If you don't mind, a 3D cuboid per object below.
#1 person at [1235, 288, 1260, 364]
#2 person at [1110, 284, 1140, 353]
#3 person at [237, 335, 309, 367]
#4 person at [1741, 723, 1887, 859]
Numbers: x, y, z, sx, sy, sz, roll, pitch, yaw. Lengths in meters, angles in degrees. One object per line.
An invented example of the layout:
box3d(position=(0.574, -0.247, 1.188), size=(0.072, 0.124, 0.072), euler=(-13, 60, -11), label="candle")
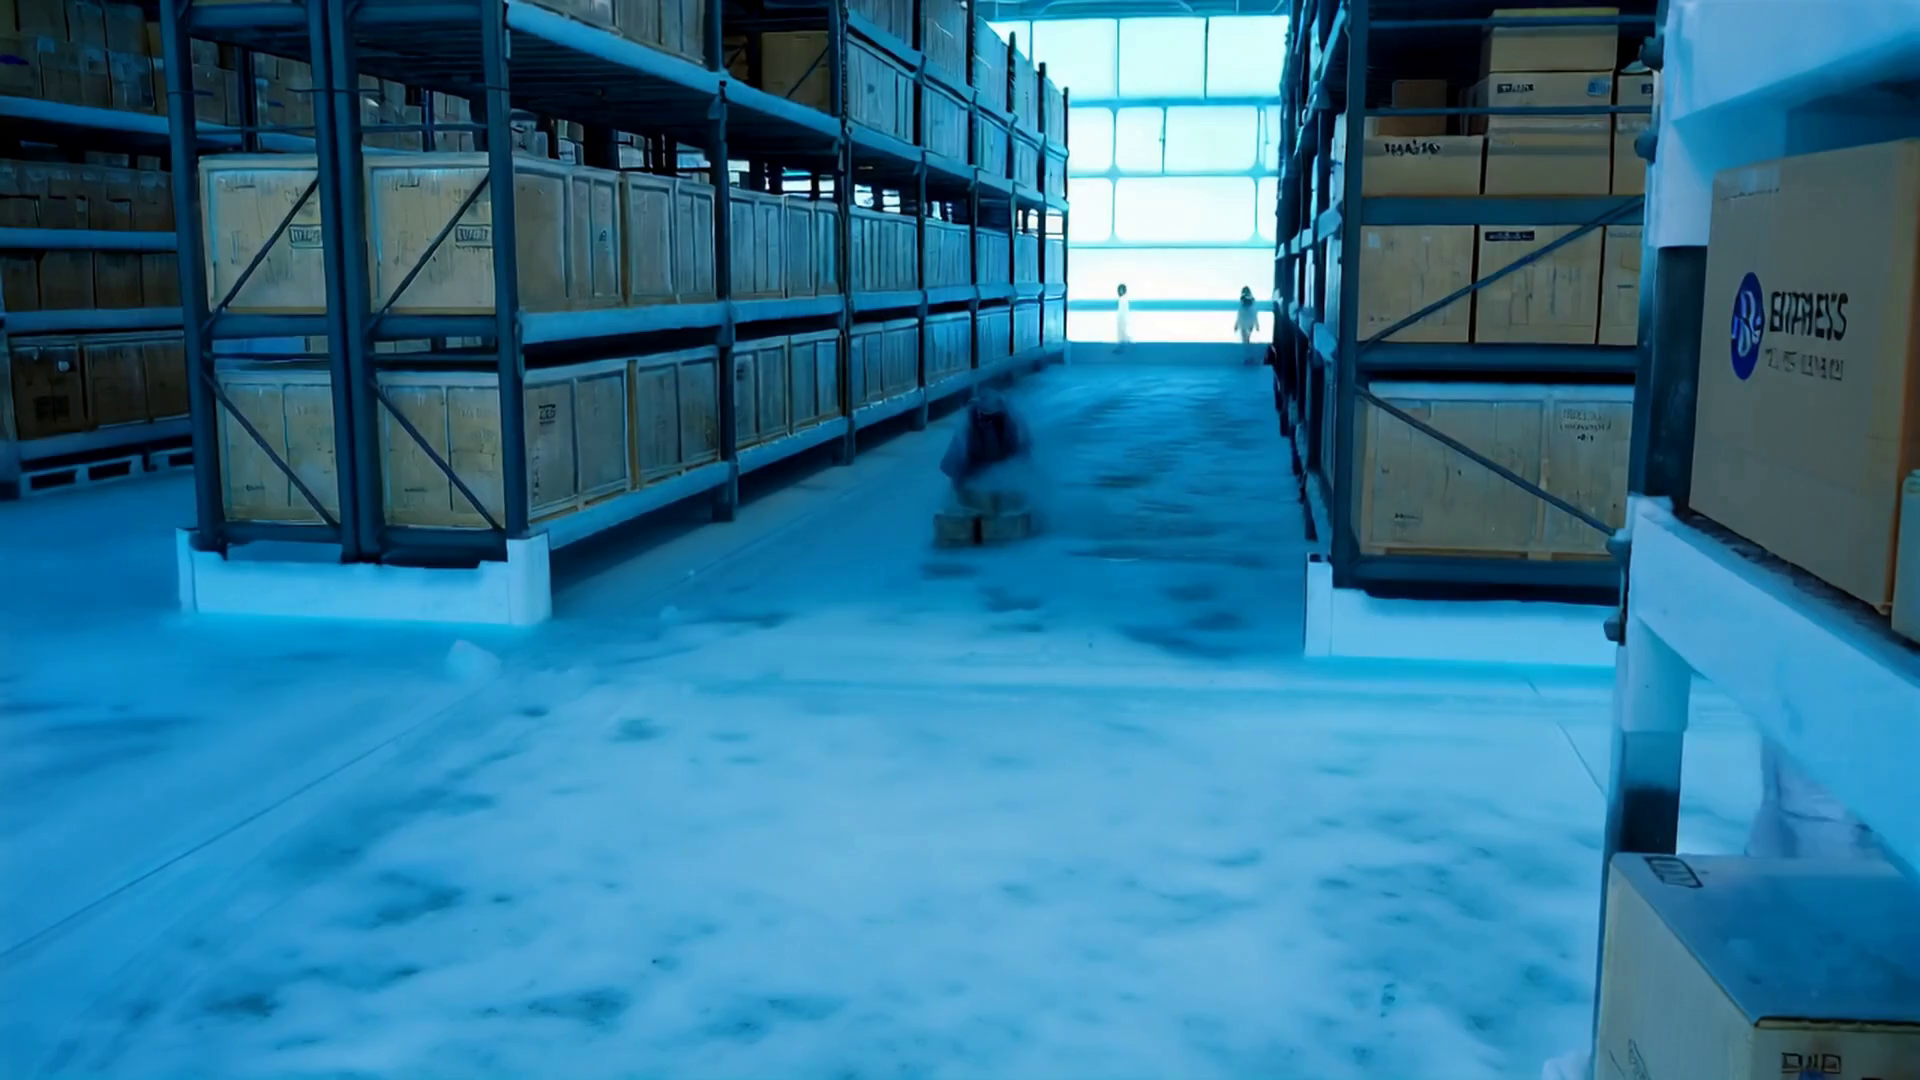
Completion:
box3d(position=(6.330, -4.736, 36.820), size=(0.508, 1.670, 1.009), euler=(9, 13, 44), label="person")
box3d(position=(4.092, -5.470, 41.191), size=(0.671, 1.725, 0.560), euler=(1, 9, 8), label="person")
box3d(position=(-6.152, -1.318, 14.947), size=(0.650, 1.881, 0.728), euler=(0, 9, 1), label="person")
box3d(position=(2.084, 0.577, 3.838), size=(0.661, 1.678, 0.540), euler=(1, 9, 6), label="person")
